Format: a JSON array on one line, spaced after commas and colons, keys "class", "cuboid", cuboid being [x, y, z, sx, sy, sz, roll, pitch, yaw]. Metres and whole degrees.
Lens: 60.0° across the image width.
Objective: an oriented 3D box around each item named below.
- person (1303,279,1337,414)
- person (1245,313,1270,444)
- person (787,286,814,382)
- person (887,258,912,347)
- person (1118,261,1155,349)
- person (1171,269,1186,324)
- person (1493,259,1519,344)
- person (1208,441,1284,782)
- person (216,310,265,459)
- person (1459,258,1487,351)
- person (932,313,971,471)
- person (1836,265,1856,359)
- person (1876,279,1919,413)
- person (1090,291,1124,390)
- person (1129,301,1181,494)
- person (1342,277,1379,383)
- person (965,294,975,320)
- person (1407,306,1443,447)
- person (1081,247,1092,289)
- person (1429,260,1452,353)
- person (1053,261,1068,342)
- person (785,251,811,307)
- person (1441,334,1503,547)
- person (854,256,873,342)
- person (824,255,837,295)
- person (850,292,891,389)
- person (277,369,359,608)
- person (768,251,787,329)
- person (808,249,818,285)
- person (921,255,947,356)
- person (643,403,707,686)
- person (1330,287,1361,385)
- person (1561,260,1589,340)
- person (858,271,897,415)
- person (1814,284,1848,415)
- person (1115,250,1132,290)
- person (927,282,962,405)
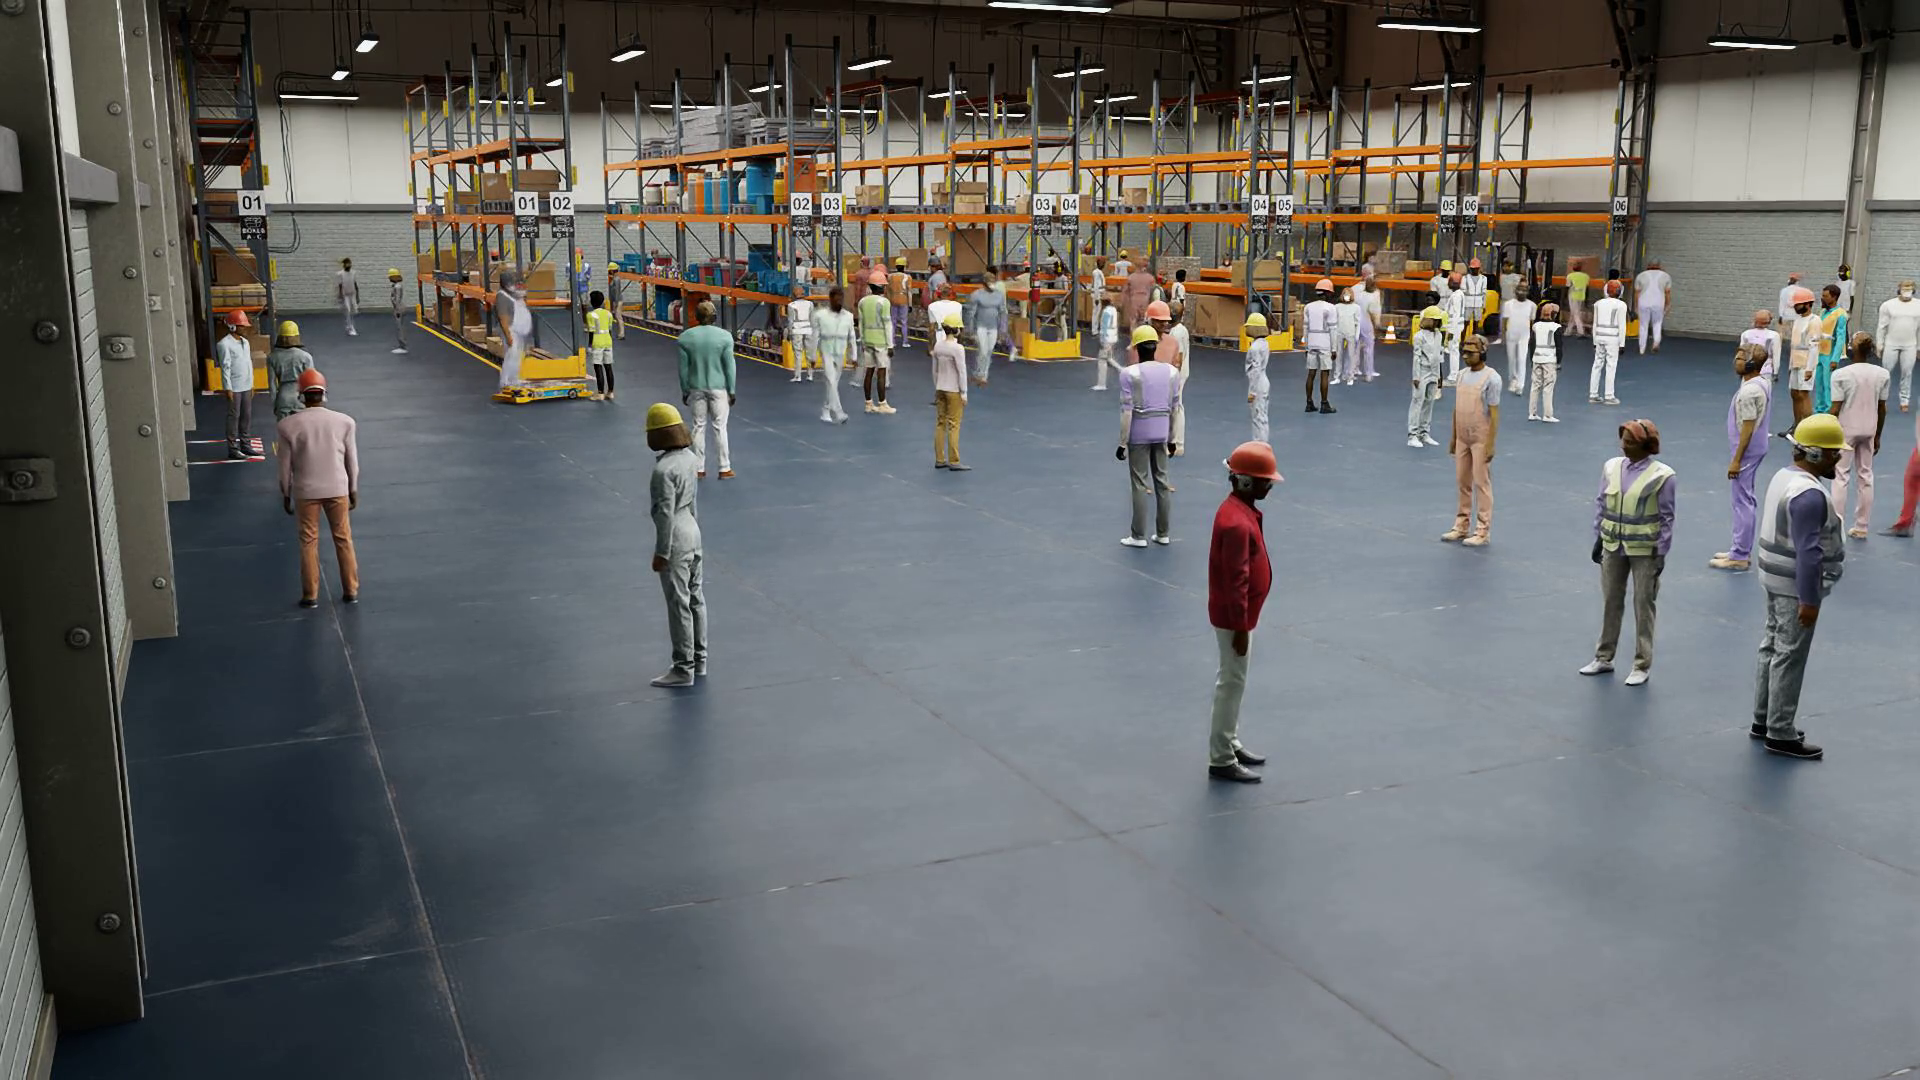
[{"class": "person", "cuboid": [5.214, -2.790, 23.998, 0.368, 1.929, 0.542, -10, 15, -42]}, {"class": "person", "cuboid": [3.381, -1.722, 19.037, 0.312, 1.744, 0.487, 5, 12, 22]}, {"class": "person", "cuboid": [-2.717, -3.512, 28.404, 0.514, 1.639, 0.311, -8, 13, -34]}, {"class": "person", "cuboid": [-1.290, -5.104, 35.803, 0.583, 1.917, 0.407, 4, 12, 20]}, {"class": "person", "cuboid": [3.767, -5.000, 35.439, 0.763, 1.837, 0.959, 0, 11, 2]}, {"class": "person", "cuboid": [4.650, -4.919, 35.433, 0.320, 1.687, 0.541, -3, 11, -13]}, {"class": "person", "cuboid": [12.069, -5.244, 36.631, 0.319, 1.866, 0.555, -7, 13, -33]}, {"class": "person", "cuboid": [1.440, 0.362, 8.462, 0.355, 1.740, 0.573, 2, 11, 10]}, {"class": "person", "cuboid": [-8.460, -1.822, 19.553, 0.350, 1.743, 0.564, 2, 11, 8]}, {"class": "person", "cuboid": [10.703, -4.899, 34.691, 0.550, 1.935, 0.375, 1, 11, 4]}, {"class": "person", "cuboid": [-0.089, -1.662, 18.681, 0.318, 1.766, 0.534, -9, 14, -37]}, {"class": "person", "cuboid": [17.509, -4.529, 33.019, 0.319, 1.861, 0.517, -2, 11, -12]}, {"class": "person", "cuboid": [13.593, -2.795, 24.029, 0.641, 1.931, 0.374, 5, 12, 23]}, {"class": "person", "cuboid": [2.429, -3.235, 27.029, 0.570, 1.616, 0.534, 4, 12, 19]}, {"class": "person", "cuboid": [2.006, -1.457, 17.095, 0.607, 1.987, 0.408, -6, 13, -30]}, {"class": "person", "cuboid": [6.878, -3.584, 28.345, 0.458, 1.804, 0.556, -9, 14, -37]}, {"class": "person", "cuboid": [0.309, -6.757, 44.916, 0.312, 1.633, 0.519, 9, 14, 38]}, {"class": "person", "cuboid": [5.787, -2.021, 20.559, 0.492, 1.742, 0.324, -8, 14, -36]}, {"class": "person", "cuboid": [3.766, -7.771, 49.461, 0.343, 1.875, 0.582, -10, 15, -40]}, {"class": "person", "cuboid": [9.924, -4.783, 34.163, 0.588, 1.917, 0.400, -2, 11, -9]}, {"class": "person", "cuboid": [2.106, -4.934, 35.060, 0.332, 1.866, 0.514, -4, 12, -21]}, {"class": "person", "cuboid": [-3.602, -5.374, 36.852, 0.605, 2.038, 0.394, -4, 12, -19]}, {"class": "person", "cuboid": [4.461, -0.865, 14.456, 0.339, 1.838, 0.507, -5, 12, -26]}, {"class": "person", "cuboid": [-2.123, -5.395, 37.288, 0.639, 1.910, 0.407, -10, 15, -42]}, {"class": "person", "cuboid": [-4.004, -8.109, 51.805, 0.502, 1.628, 0.286, 4, 12, 18]}, {"class": "person", "cuboid": [-1.454, -3.278, 27.321, 0.517, 1.598, 0.860, -10, 15, -42]}, {"class": "person", "cuboid": [-4.714, -0.384, 12.251, 0.559, 1.742, 0.356, -7, 13, -30]}, {"class": "person", "cuboid": [-4.426, -5.958, 39.890, 0.626, 2.013, 0.785, -1, 11, -4]}, {"class": "person", "cuboid": [-4.587, -8.167, 51.799, 0.349, 1.743, 0.563, 0, 11, 2]}, {"class": "person", "cuboid": [-0.515, -4.754, 33.693, 0.536, 2.000, 0.683, 1, 11, 4]}, {"class": "person", "cuboid": [-1.758, 0.028, 10.169, 0.315, 1.735, 0.483, 3, 11, 14]}, {"class": "person", "cuboid": [6.482, -3.424, 27.962, 0.500, 1.636, 0.280, 7, 13, 30]}, {"class": "person", "cuboid": [14.117, -5.498, 38.085, 0.575, 1.803, 0.934, -4, 12, -20]}, {"class": "person", "cuboid": [-1.182, -2.822, 23.862, 0.605, 2.045, 0.382, 10, 15, 41]}, {"class": "person", "cuboid": [11.703, -2.476, 22.427, 0.392, 1.920, 0.588, 0, 11, 0]}, {"class": "person", "cuboid": [4.842, -7.677, 49.249, 0.525, 1.769, 0.316, 2, 11, 8]}, {"class": "person", "cuboid": [-0.221, -2.931, 24.930, 0.570, 1.840, 0.373, -6, 13, -29]}]
